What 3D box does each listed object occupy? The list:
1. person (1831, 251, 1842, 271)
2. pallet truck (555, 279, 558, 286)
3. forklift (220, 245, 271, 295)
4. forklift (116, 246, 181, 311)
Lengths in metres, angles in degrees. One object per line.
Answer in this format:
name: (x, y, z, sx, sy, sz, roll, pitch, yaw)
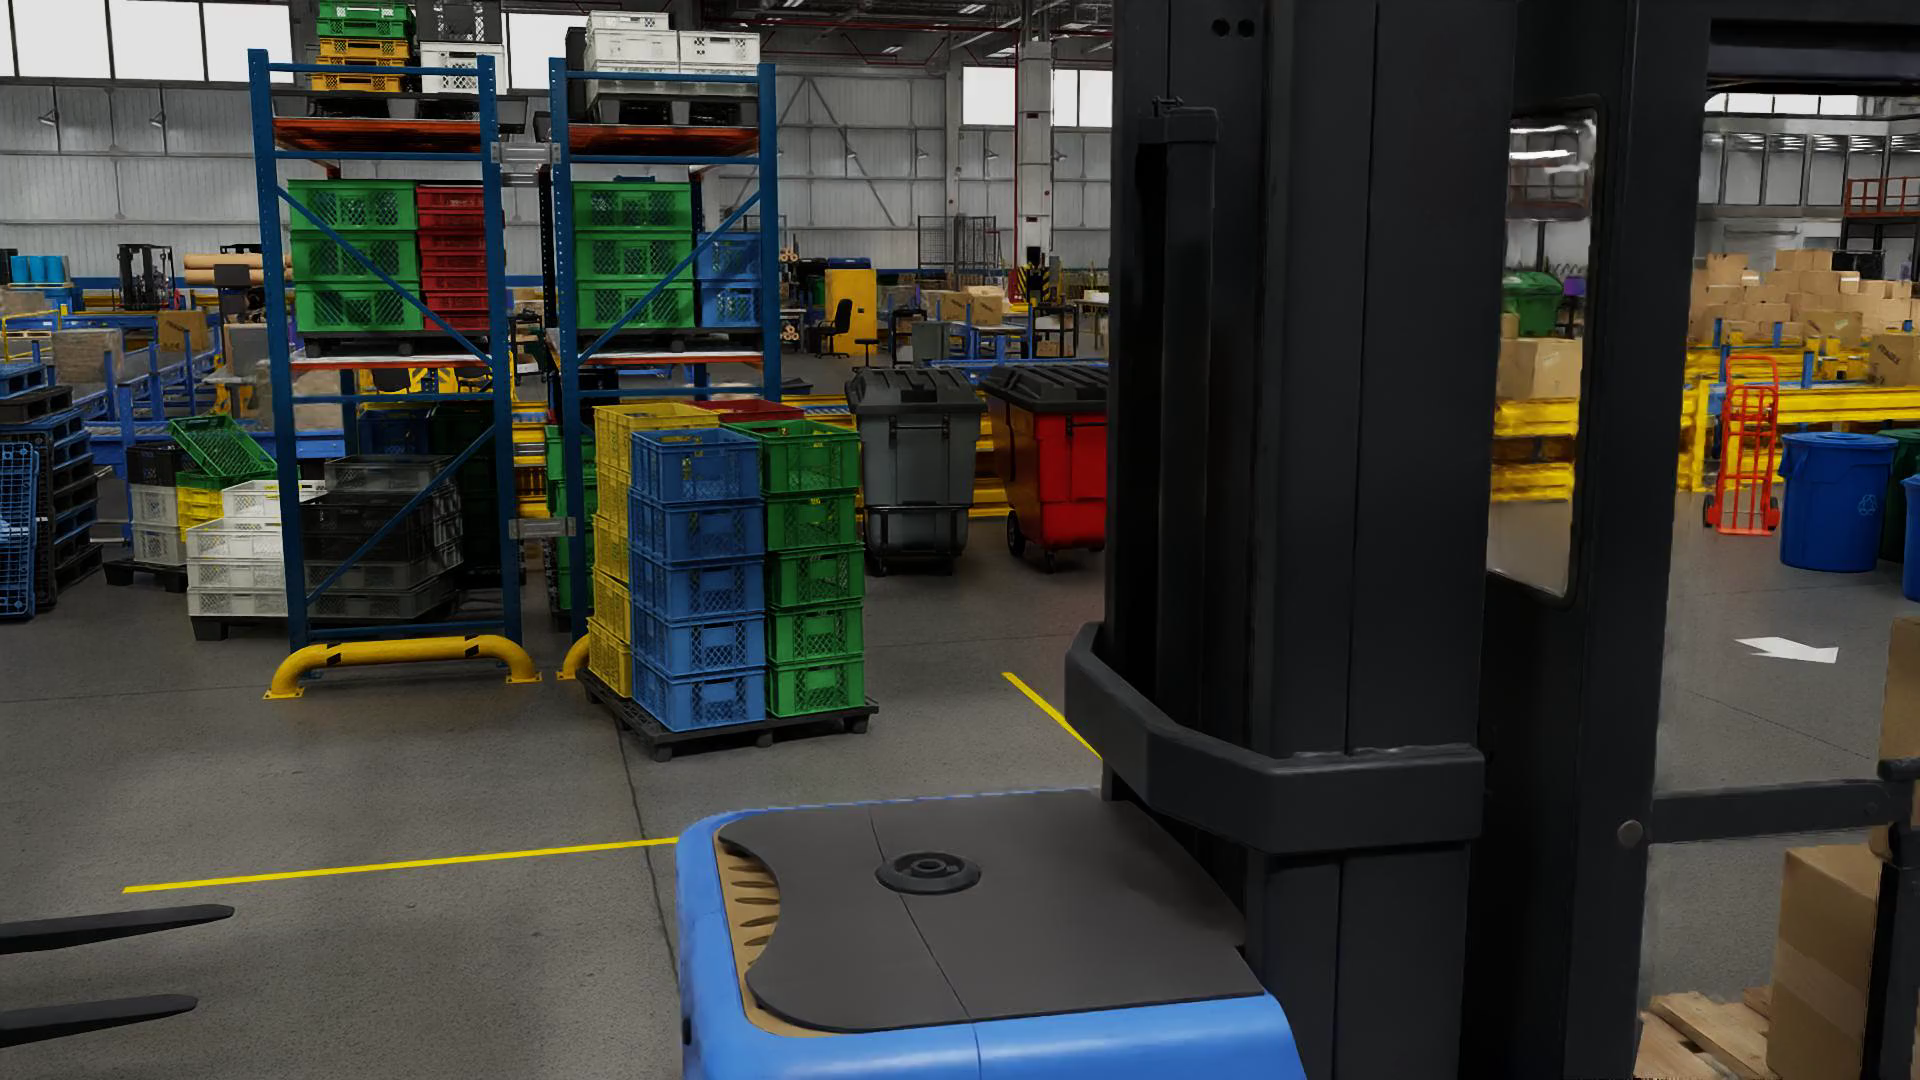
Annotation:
person: (22.982, -6.648, 43.975, 0.672, 2.000, 0.536, 10, 14, 44)
pallet truck: (-10.604, -6.375, 44.520, 0.653, 1.274, 1.630, -3, 10, -15)
forklift: (-17.749, -6.334, 41.440, 1.157, 1.987, 2.680, -3, 10, -17)
forklift: (-19.966, -6.232, 40.894, 1.157, 1.987, 2.680, -3, 10, -15)
